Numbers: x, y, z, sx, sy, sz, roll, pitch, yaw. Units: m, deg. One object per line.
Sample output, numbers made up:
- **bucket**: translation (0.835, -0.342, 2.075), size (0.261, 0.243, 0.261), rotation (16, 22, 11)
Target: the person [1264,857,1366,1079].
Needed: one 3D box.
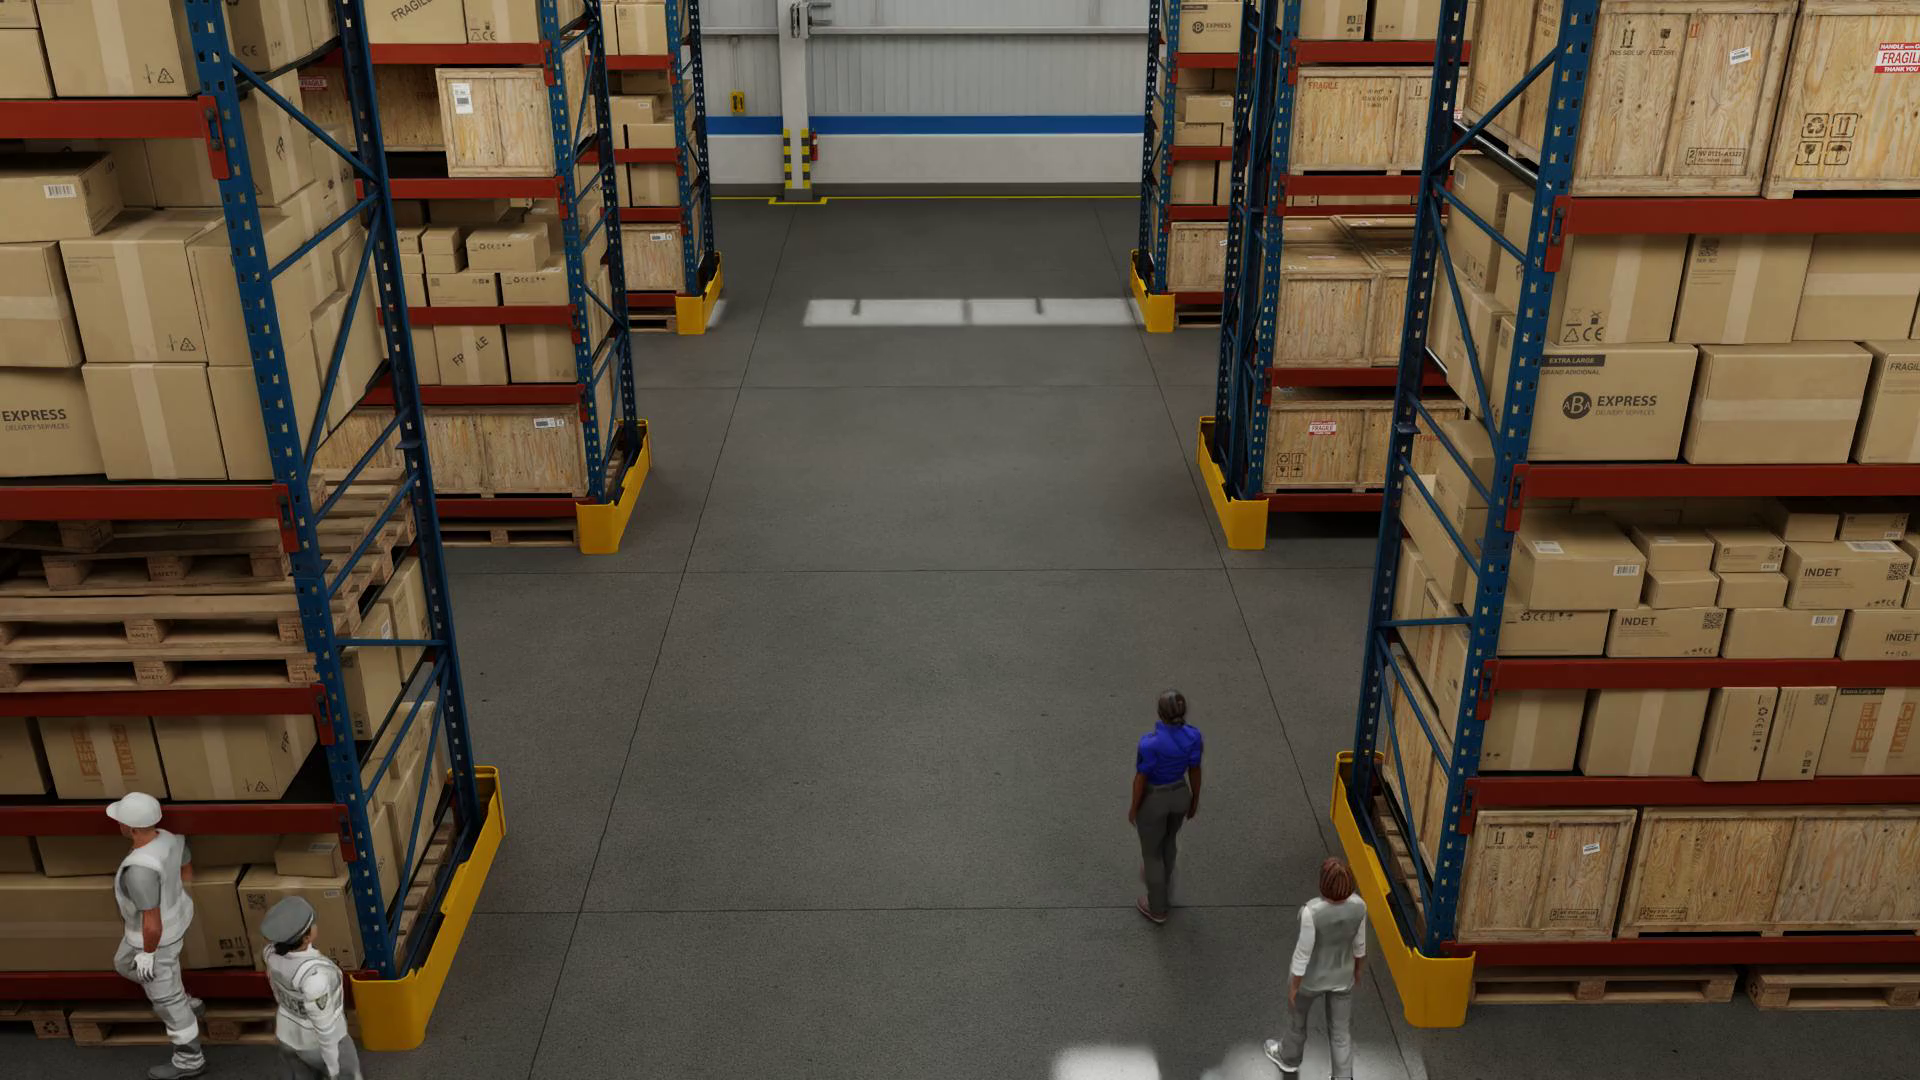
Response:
- **person**: translation (1.975, 2.362, 9.030), size (0.431, 1.587, 0.737), rotation (-4, 25, -9)

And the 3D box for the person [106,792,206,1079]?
- **person**: translation (-4.511, 2.168, 9.208), size (0.516, 1.792, 0.549), rotation (-1, 25, -3)

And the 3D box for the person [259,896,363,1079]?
- **person**: translation (-3.351, 2.560, 8.507), size (0.486, 1.670, 0.839), rotation (16, 29, 30)

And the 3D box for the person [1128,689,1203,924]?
- **person**: translation (1.228, 1.605, 10.551), size (0.450, 1.655, 0.561), rotation (-11, 27, -22)
